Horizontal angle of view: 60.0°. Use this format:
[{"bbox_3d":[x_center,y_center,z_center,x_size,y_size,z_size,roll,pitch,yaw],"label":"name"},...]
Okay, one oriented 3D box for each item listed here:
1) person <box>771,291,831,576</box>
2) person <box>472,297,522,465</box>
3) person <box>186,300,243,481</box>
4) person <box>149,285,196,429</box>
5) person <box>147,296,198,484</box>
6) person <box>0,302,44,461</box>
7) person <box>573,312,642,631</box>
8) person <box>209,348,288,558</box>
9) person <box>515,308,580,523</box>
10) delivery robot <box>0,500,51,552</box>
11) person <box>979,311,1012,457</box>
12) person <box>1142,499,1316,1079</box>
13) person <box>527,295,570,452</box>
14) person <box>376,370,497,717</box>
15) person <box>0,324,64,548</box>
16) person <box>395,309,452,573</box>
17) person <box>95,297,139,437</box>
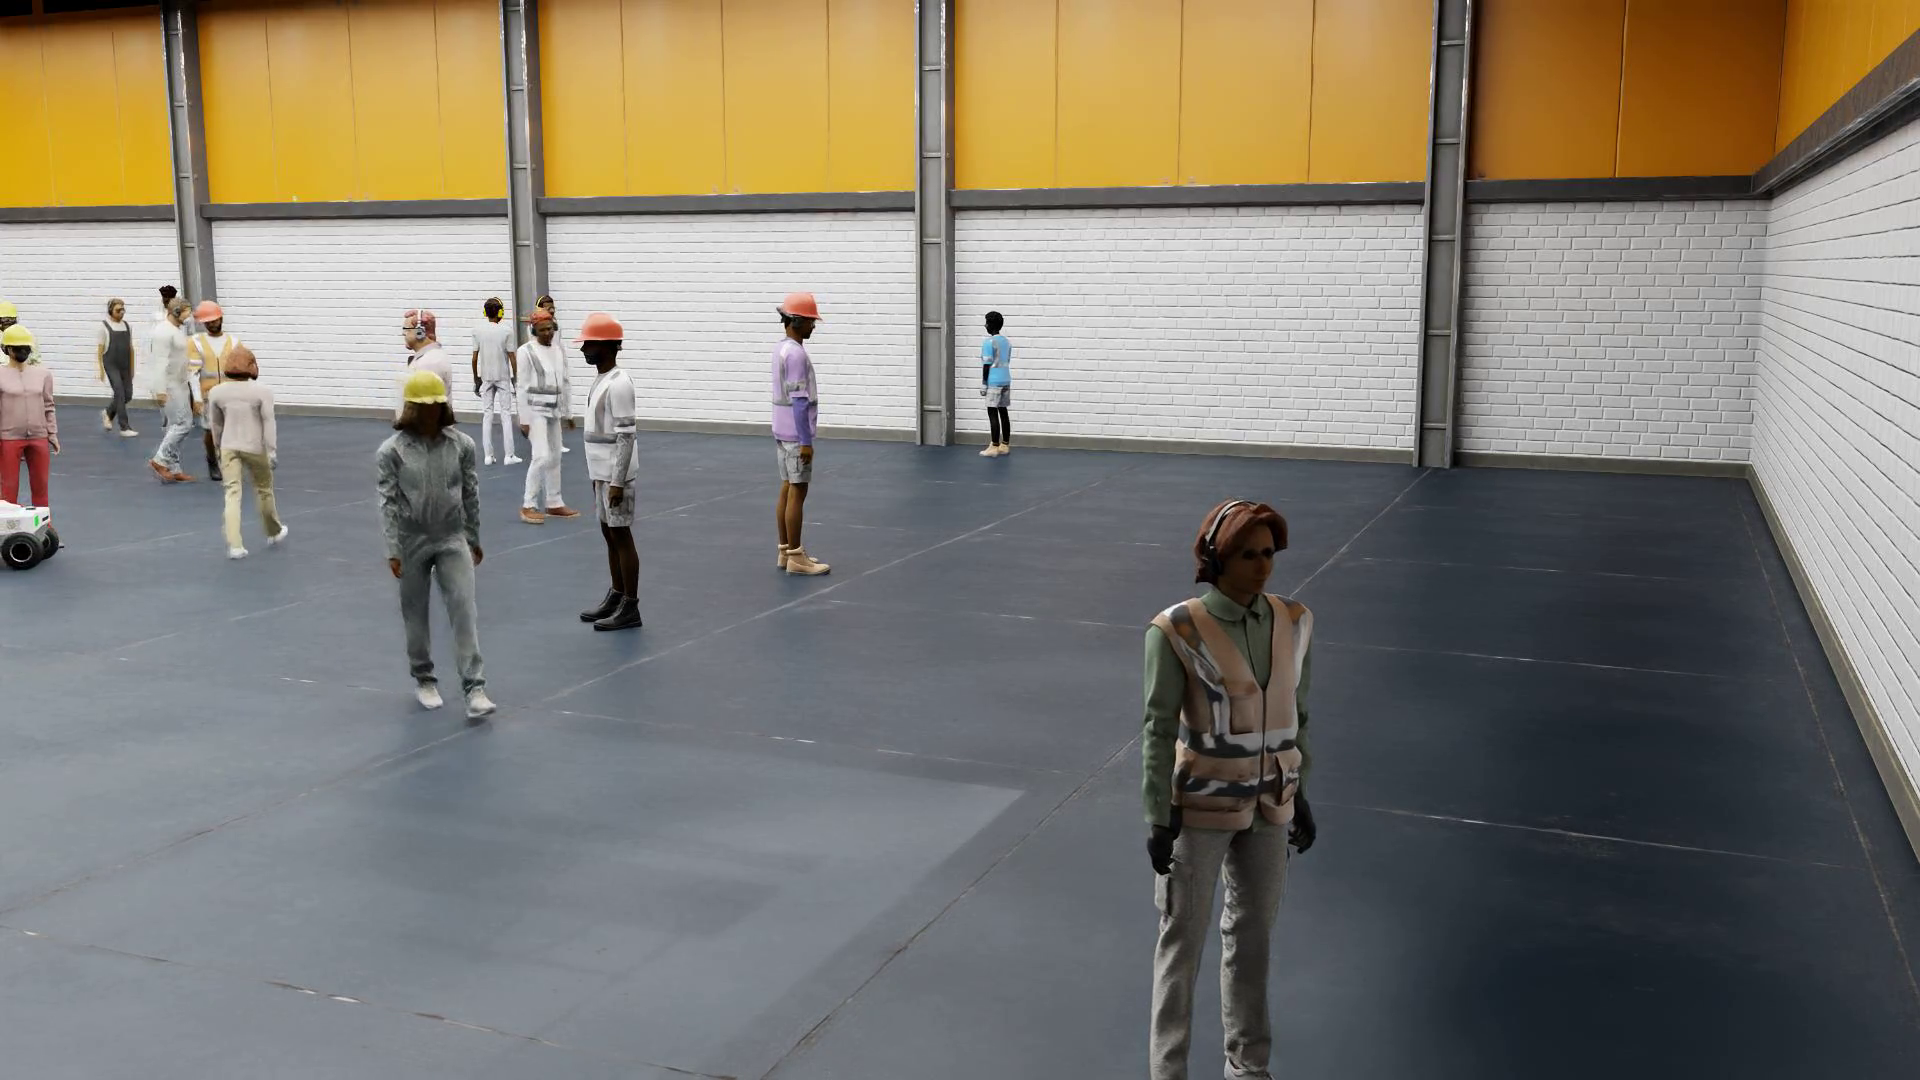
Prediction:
[{"bbox_3d":[-1.158,-0.764,11.972,0.377,2.041,0.607,-3,10,-18],"label":"person"},{"bbox_3d":[-5.184,-1.772,18.595,0.536,1.869,0.312,1,9,4],"label":"person"},{"bbox_3d":[-7.515,-1.485,16.830,0.538,1.894,0.975,-5,11,-30],"label":"person"},{"bbox_3d":[-10.743,-2.495,22.718,0.371,1.958,0.604,9,13,43],"label":"person"},{"bbox_3d":[-7.972,-1.510,16.887,0.426,1.909,0.687,-2,10,-10],"label":"person"},{"bbox_3d":[-10.661,-1.770,18.747,0.627,1.807,0.704,-7,11,-35],"label":"person"},{"bbox_3d":[-2.152,-0.416,10.168,0.361,1.939,0.542,-4,10,-25],"label":"person"},{"bbox_3d":[-5.499,-0.686,12.841,0.522,1.581,0.843,0,9,-3],"label":"person"},{"bbox_3d":[-3.600,-1.071,14.410,0.417,1.867,0.642,4,10,25],"label":"person"},{"bbox_3d":[-7.124,-0.116,12.255,0.707,0.478,0.477,-2,10,-14],"label":"delivery robot"},{"bbox_3d":[0.420,-1.821,19.436,0.319,1.693,0.532,5,11,30],"label":"person"},{"bbox_3d":[0.689,0.708,4.272,0.522,1.637,0.306,-5,11,-27],"label":"person"},{"bbox_3d":[-4.866,-1.950,19.678,0.327,1.872,0.516,6,11,32],"label":"person"},{"bbox_3d":[-2.544,0.035,8.115,0.508,1.700,0.856,-6,11,-31],"label":"person"},{"bbox_3d":[-7.277,-0.785,12.931,0.308,1.769,0.525,7,12,36],"label":"person"},{"bbox_3d":[-3.873,-0.713,12.069,0.405,1.906,0.652,-3,10,-17],"label":"person"},{"bbox_3d":[-11.042,-2.256,21.708,0.737,1.820,0.509,5,11,27],"label":"person"}]
